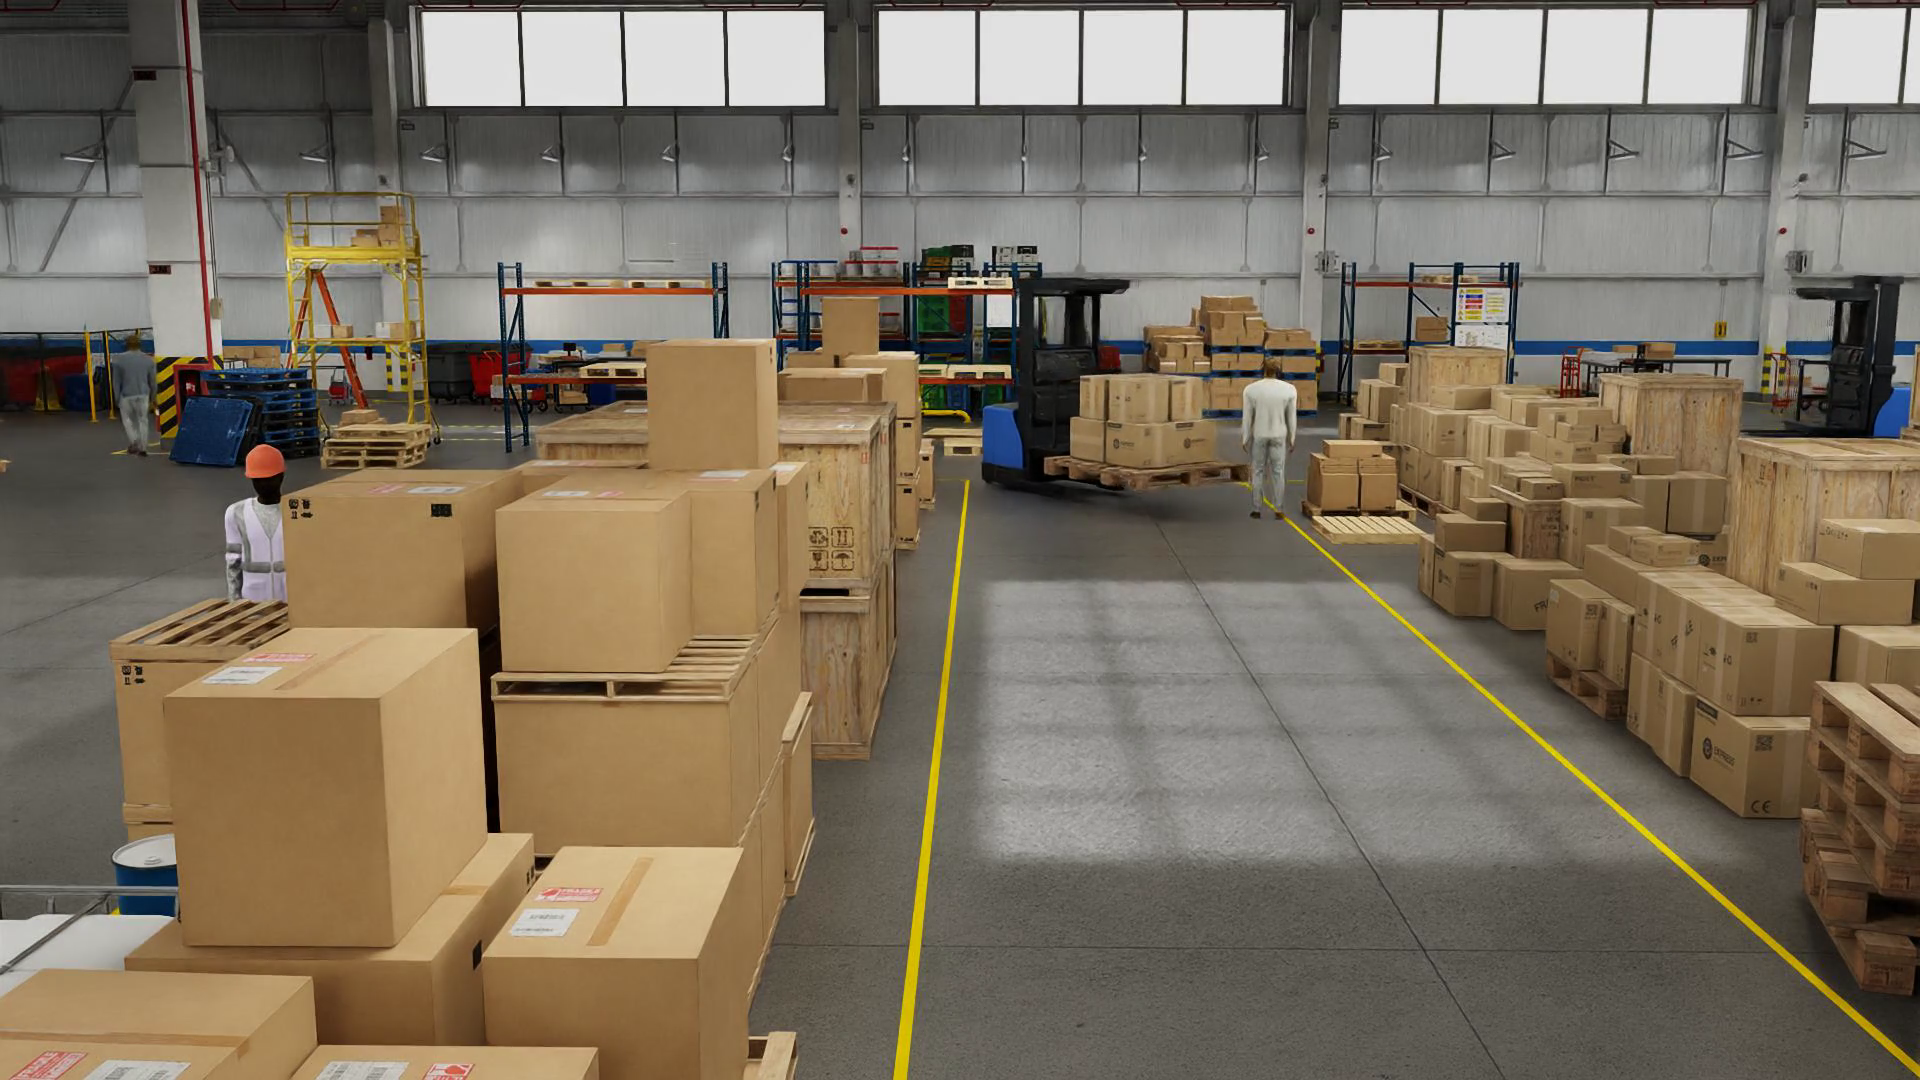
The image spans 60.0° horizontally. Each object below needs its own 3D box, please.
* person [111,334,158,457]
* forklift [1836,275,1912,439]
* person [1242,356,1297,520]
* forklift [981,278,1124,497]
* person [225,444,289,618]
[{"bbox_3d":[-12.923,-2.261,26.046,0.661,1.918,0.656,-7,12,-36],"label":"person"},{"bbox_3d":[14.445,-2.792,26.358,1.873,2.768,1.129,0,9,1],"label":"forklift"},{"bbox_3d":[3.648,-1.199,19.635,0.635,1.937,0.352,1,10,8],"label":"person"},{"bbox_3d":[1.191,-2.087,22.138,1.129,2.768,1.873,-6,11,-31],"label":"forklift"},{"bbox_3d":[-4.203,0.372,10.227,0.549,1.936,0.376,-3,10,-16],"label":"person"}]
